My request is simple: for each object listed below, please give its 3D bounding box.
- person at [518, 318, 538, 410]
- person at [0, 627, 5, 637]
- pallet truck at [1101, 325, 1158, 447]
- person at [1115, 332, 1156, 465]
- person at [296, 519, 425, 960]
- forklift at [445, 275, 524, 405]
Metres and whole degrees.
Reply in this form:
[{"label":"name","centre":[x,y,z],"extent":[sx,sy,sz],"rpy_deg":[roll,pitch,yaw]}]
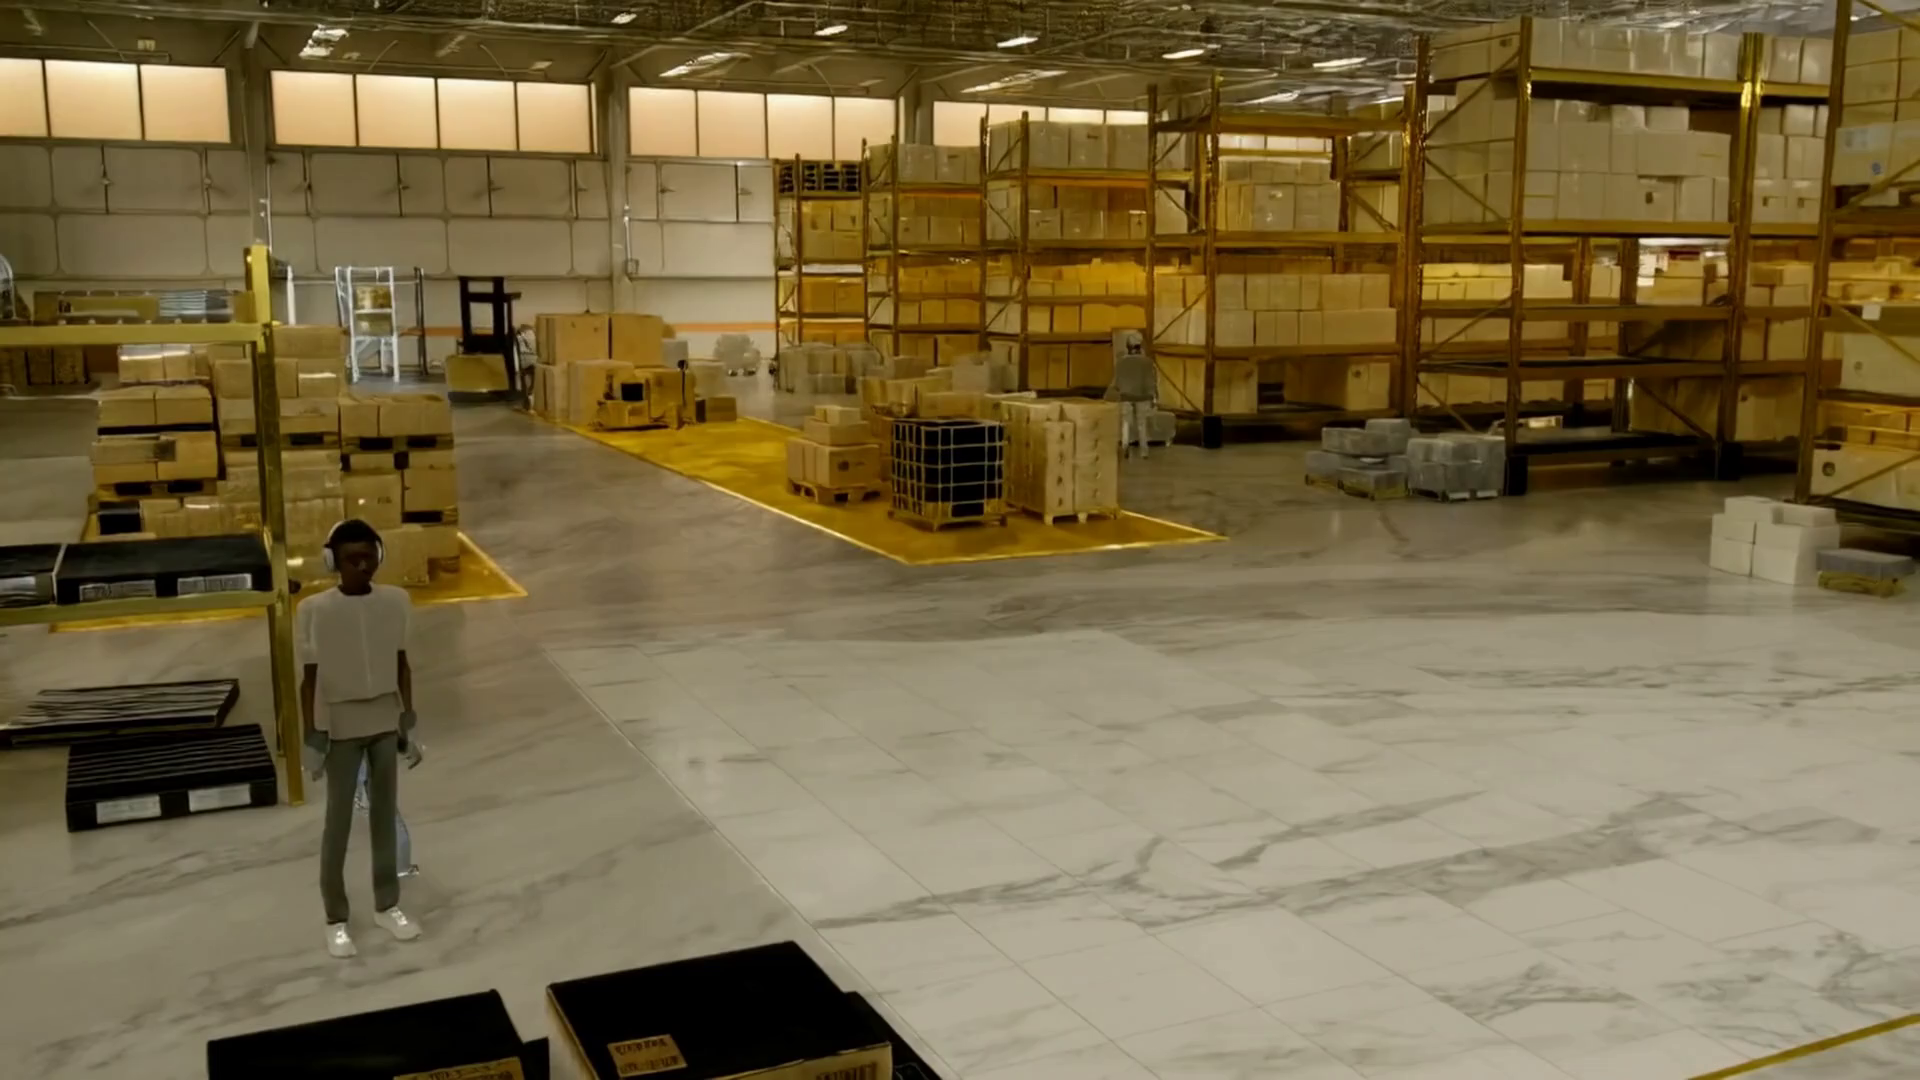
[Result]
[{"label":"person","centre":[-8.990,-3.695,34.953],"extent":[0.366,1.931,0.542],"rpy_deg":[7,12,39]},{"label":"person","centre":[-7.900,0.003,12.993],"extent":[0.701,1.617,0.527],"rpy_deg":[-1,9,-8]},{"label":"pallet truck","centre":[2.881,-2.596,27.923],"extent":[0.823,1.965,1.885],"rpy_deg":[-1,9,-7]},{"label":"person","centre":[2.629,-2.113,24.944],"extent":[0.612,1.991,0.392],"rpy_deg":[2,9,11]},{"label":"person","centre":[-2.539,0.826,7.088],"extent":[0.521,1.870,0.319],"rpy_deg":[-8,12,-43]},{"label":"forklift","centre":[-10.425,-4.391,36.327],"extent":[1.129,2.768,1.873],"rpy_deg":[1,9,8]}]
